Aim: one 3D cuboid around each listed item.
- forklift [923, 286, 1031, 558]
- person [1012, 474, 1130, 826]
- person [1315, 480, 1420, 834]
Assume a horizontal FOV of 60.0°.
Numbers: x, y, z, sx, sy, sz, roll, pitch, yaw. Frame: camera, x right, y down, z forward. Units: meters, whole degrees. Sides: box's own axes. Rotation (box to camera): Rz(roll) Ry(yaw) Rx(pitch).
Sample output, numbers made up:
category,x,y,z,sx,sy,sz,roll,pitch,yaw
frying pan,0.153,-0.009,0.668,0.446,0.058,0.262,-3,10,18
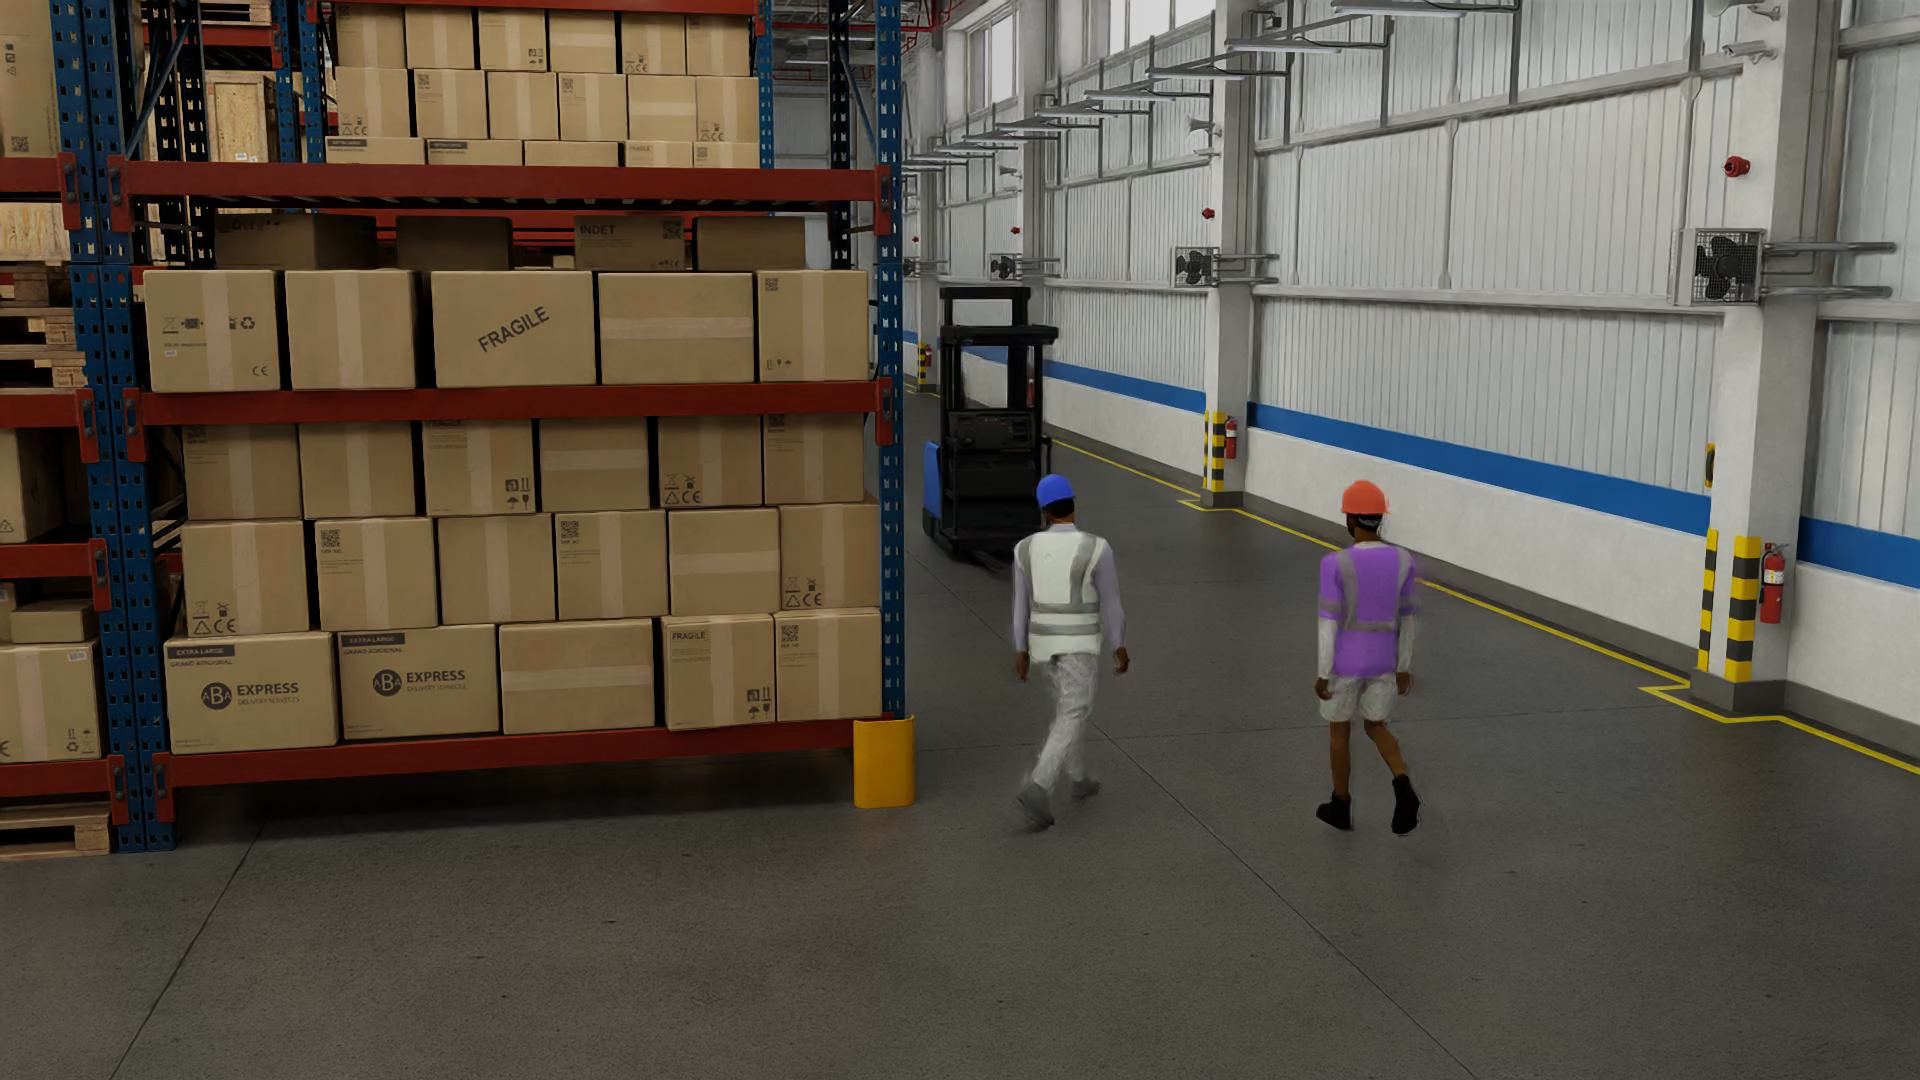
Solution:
category,x,y,z,sx,sy,sz,roll,pitch,yaw
forklift,0.264,-1.340,17.968,1.129,2.768,1.873,-2,10,-12
person,0.538,0.595,9.194,0.639,1.890,0.919,7,11,35
person,2.159,0.647,8.801,0.548,1.921,0.654,-3,10,-17
